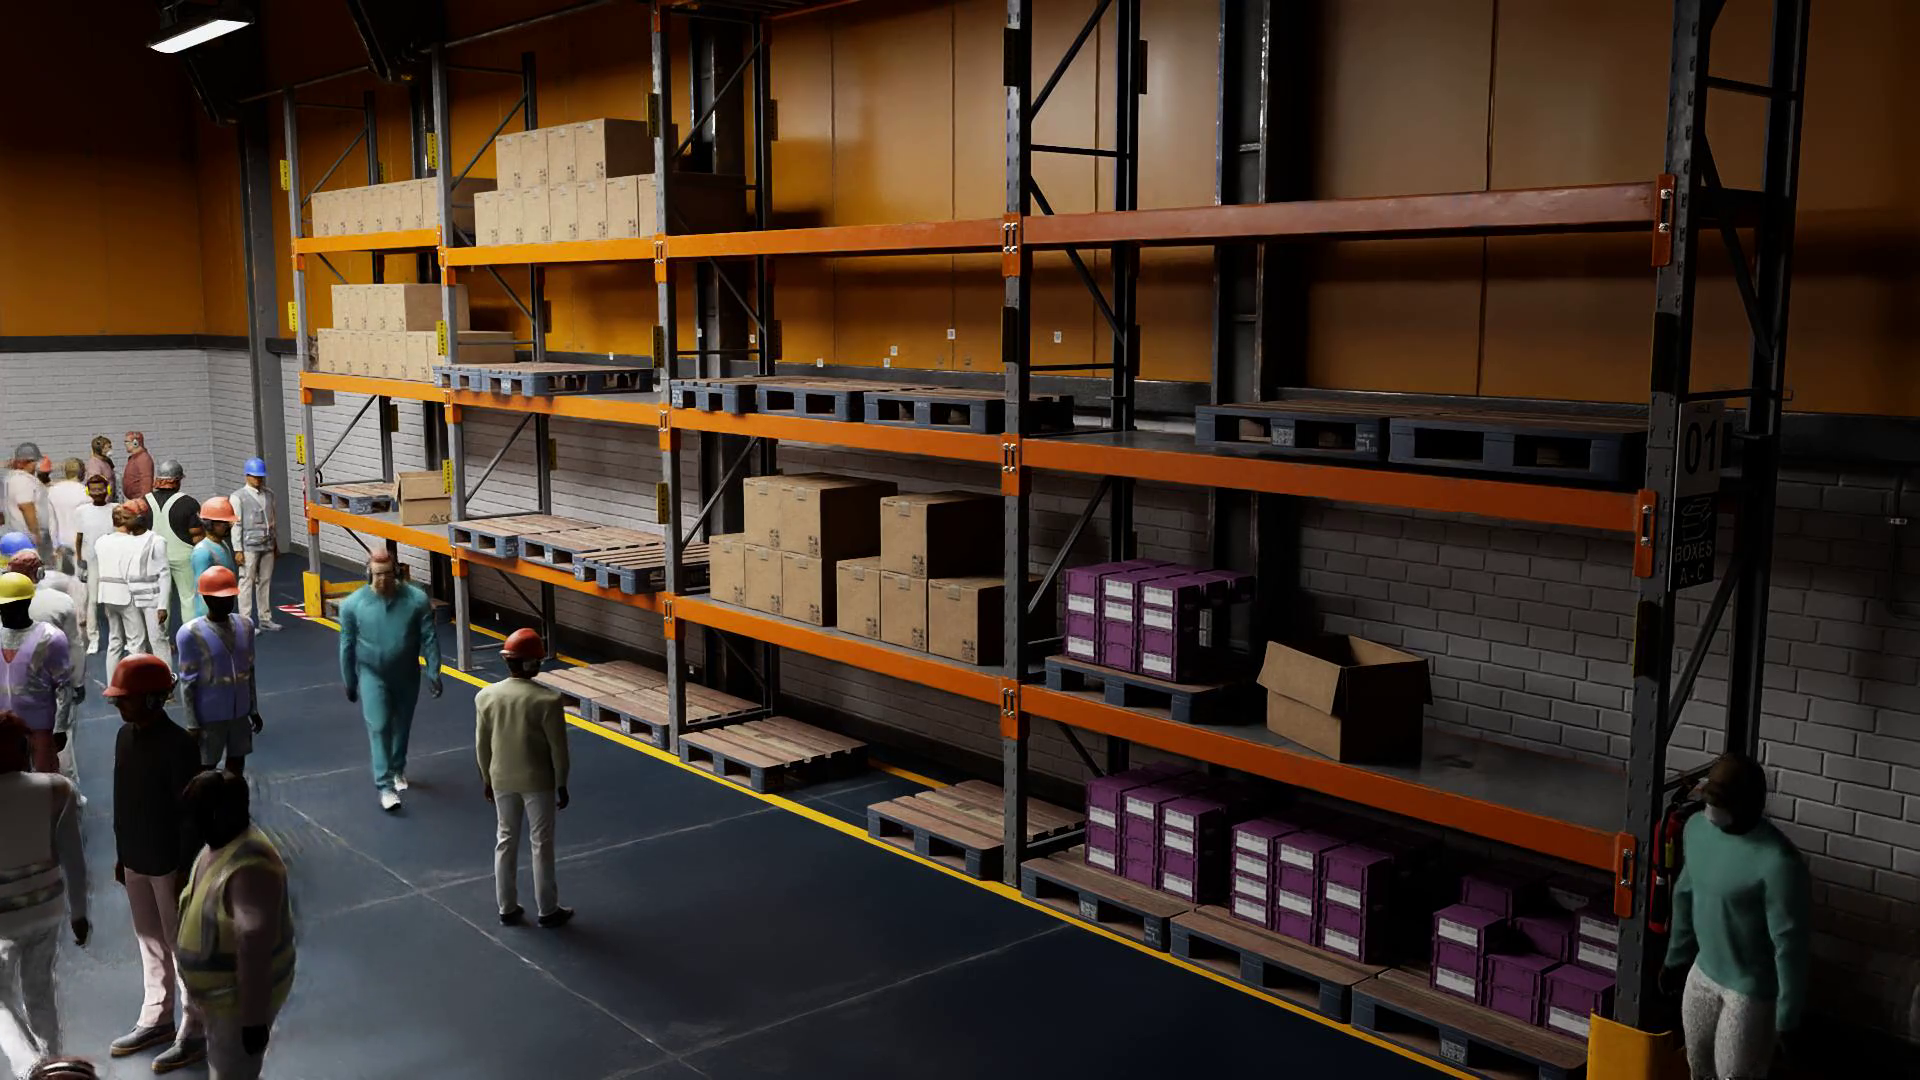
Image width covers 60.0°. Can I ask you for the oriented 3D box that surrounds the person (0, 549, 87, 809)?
[{"bbox_3d":[-6.556,1.009,11.796,0.652,1.906,0.402,-3,9,-20],"label":"person"}]

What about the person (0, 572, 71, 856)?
[{"bbox_3d":[-6.007,1.158,10.692,0.588,1.927,0.366,1,8,5],"label":"person"}]

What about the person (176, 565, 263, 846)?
[{"bbox_3d":[-4.818,1.122,10.900,0.376,1.939,0.547,5,10,31],"label":"person"}]

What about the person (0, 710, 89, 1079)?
[{"bbox_3d":[-4.102,1.675,7.300,0.587,1.869,0.602,6,10,34],"label":"person"}]

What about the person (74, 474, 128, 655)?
[{"bbox_3d":[-8.869,0.245,17.233,0.514,1.871,0.327,-5,10,-31],"label":"person"}]

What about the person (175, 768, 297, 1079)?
[{"bbox_3d":[-2.818,1.790,6.622,0.535,1.830,0.641,-6,10,-35],"label":"person"}]

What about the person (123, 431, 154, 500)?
[{"bbox_3d":[-11.050,-0.514,22.381,0.407,1.906,0.655,-5,10,-32],"label":"person"}]

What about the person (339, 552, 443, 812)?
[{"bbox_3d":[-4.130,0.996,12.089,0.646,1.852,0.991,-5,10,-32],"label":"person"}]

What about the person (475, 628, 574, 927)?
[{"bbox_3d":[-2.535,1.383,9.730,0.566,1.748,0.338,2,8,14],"label":"person"}]

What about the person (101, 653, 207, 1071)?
[{"bbox_3d":[-3.847,1.517,7.958,0.612,1.995,0.378,5,10,32],"label":"person"}]

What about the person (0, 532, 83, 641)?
[{"bbox_3d":[-7.095,0.881,12.752,0.630,1.884,0.958,-6,10,-36],"label":"person"}]

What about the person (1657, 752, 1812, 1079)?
[{"bbox_3d":[3.058,1.759,6.574,0.406,1.924,0.676,-1,8,-9],"label":"person"}]

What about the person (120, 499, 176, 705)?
[{"bbox_3d":[-7.337,0.563,14.977,0.583,1.882,0.337,5,9,29],"label":"person"}]

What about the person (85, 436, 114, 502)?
[{"bbox_3d":[-11.017,-0.376,21.361,0.369,1.932,0.626,-3,9,-18],"label":"person"}]

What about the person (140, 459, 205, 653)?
[{"bbox_3d":[-8.058,0.180,17.098,0.689,2.000,0.538,0,8,0],"label":"person"}]

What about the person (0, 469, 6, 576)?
[{"bbox_3d":[-12.464,-0.352,21.111,0.615,1.946,0.391,-6,10,-34],"label":"person"}]

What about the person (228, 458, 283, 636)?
[{"bbox_3d":[-7.694,0.068,18.204,0.398,1.943,0.615,3,9,22],"label":"person"}]

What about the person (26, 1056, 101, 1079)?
[{"bbox_3d":[-2.068,2.150,3.919,0.667,1.892,0.395,-4,9,-27],"label":"person"}]

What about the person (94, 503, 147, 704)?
[{"bbox_3d":[-7.535,0.585,15.001,0.562,1.835,0.384,3,9,20],"label":"person"}]

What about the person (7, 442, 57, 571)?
[{"bbox_3d":[-10.961,-0.167,19.507,0.899,2.000,0.687,-3,9,-22],"label":"person"}]

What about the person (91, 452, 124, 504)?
[{"bbox_3d":[-11.138,-0.326,21.694,0.492,1.729,0.324,1,8,9],"label":"person"}]

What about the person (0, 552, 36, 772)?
[{"bbox_3d":[-7.221,0.909,12.838,0.457,1.808,0.611,2,8,11],"label":"person"}]

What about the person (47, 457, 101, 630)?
[{"bbox_3d":[-9.731,0.038,18.482,0.644,1.921,0.527,3,9,23],"label":"person"}]

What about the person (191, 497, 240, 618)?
[{"bbox_3d":[-6.120,0.655,13.788,0.388,2.039,0.615,-2,8,-11],"label":"person"}]
